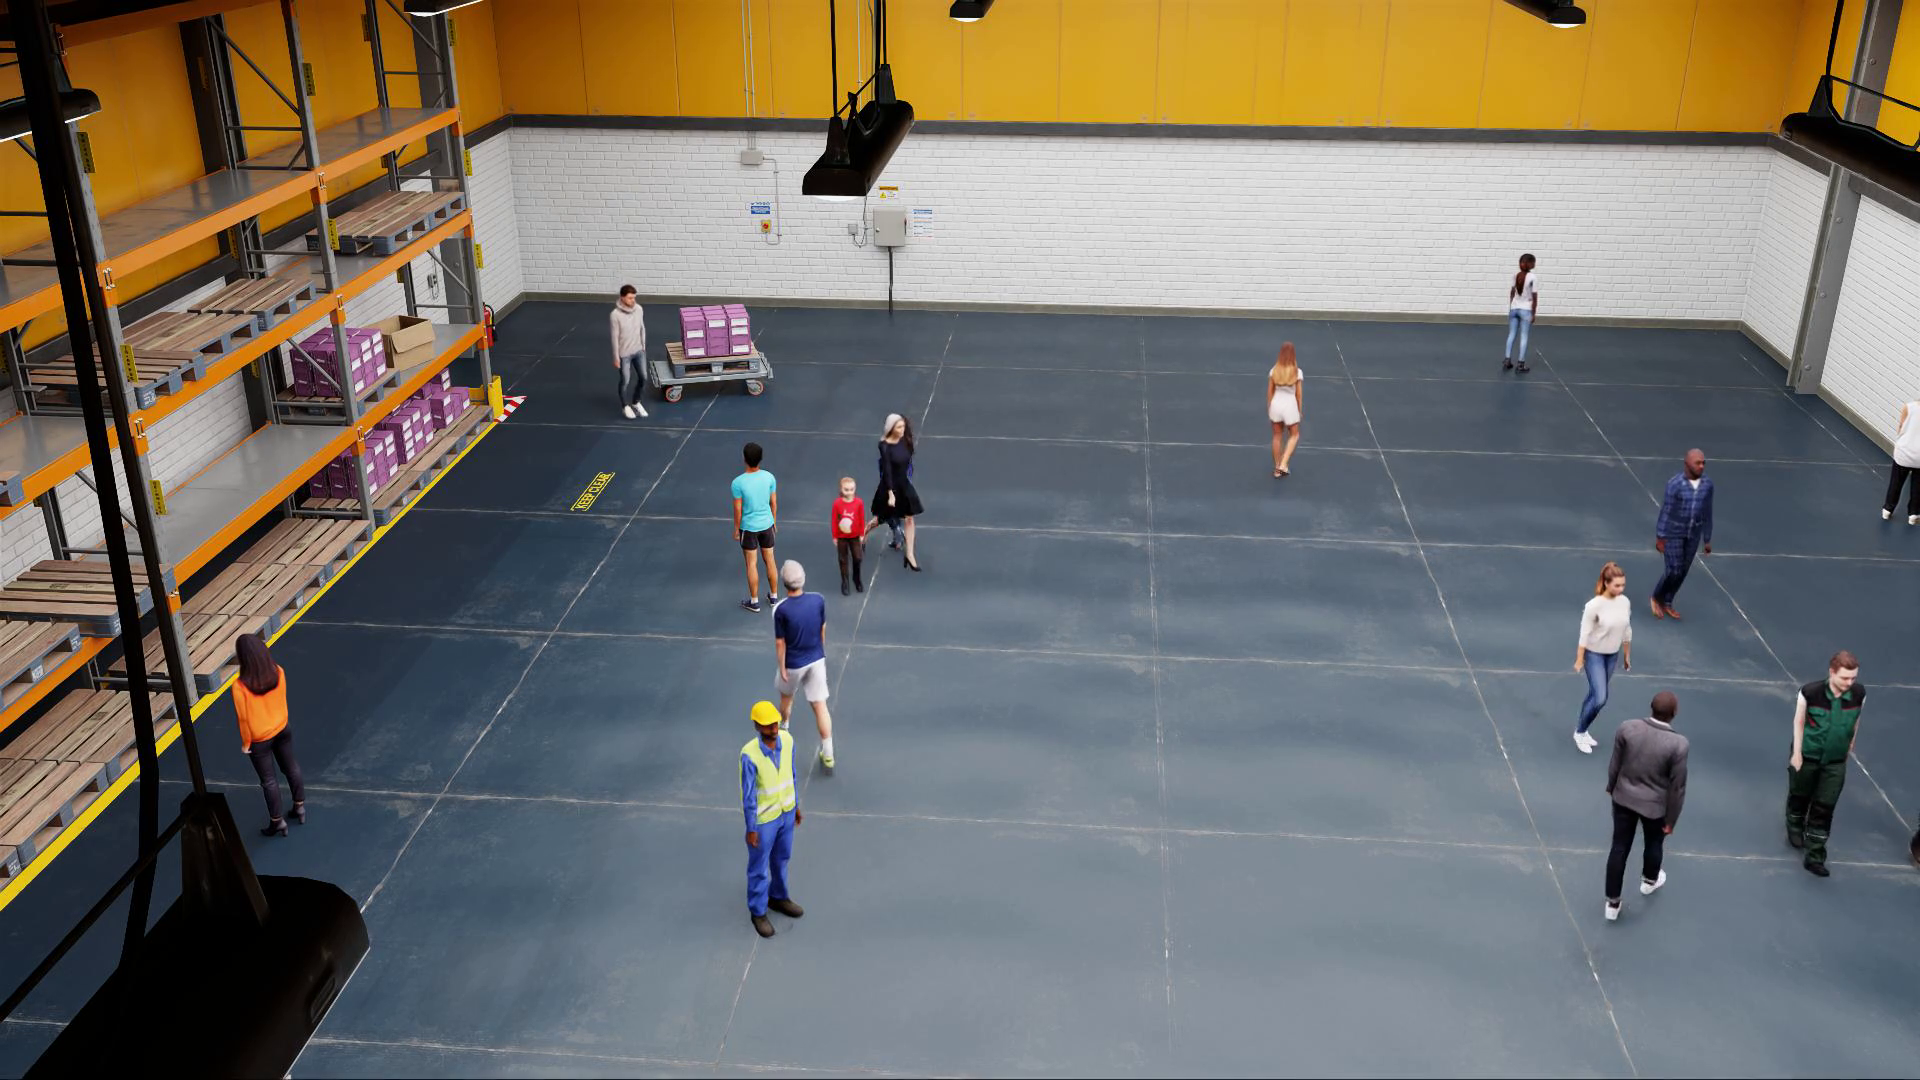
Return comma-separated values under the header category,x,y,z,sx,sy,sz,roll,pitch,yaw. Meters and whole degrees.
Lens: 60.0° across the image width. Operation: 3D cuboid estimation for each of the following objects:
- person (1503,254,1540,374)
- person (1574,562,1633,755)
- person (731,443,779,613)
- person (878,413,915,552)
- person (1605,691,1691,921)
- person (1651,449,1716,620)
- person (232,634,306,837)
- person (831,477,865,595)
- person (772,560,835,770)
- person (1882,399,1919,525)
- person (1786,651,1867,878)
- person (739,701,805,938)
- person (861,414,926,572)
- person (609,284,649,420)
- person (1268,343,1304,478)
category,x,y,z,sx,sy,sz,roll,pitch,yaw
person,8.126,-3.295,24.063,0.715,1.721,0.649,-17,29,-34
person,5.454,0.974,14.310,0.728,1.710,0.765,-10,25,-21
person,-2.042,-0.132,16.758,0.691,1.777,0.702,-12,26,-25
person,-0.678,-0.600,18.033,0.750,1.613,0.826,-21,31,-40
person,4.871,1.946,11.987,1.035,1.790,1.137,17,29,33
person,7.164,-0.093,16.632,0.756,1.805,0.764,-6,24,-13
person,-5.417,1.513,13.028,0.753,1.749,0.618,11,26,24
person,-1.174,-0.071,17.245,0.545,1.274,0.557,-3,24,-8
person,-1.278,1.072,13.986,1.054,1.791,1.289,-11,26,-23
person,10.873,-1.028,18.920,0.745,1.686,0.751,13,27,27
person,6.572,1.606,12.765,0.736,1.790,1.045,4,24,9
person,-1.358,1.955,11.940,0.812,1.812,0.721,21,31,39
person,-0.770,-0.509,17.698,1.039,1.714,1.111,17,29,34
person,-4.457,-2.523,22.158,0.841,1.832,0.909,-19,30,-37
person,3.901,-1.541,20.090,0.689,1.690,0.717,11,26,24
